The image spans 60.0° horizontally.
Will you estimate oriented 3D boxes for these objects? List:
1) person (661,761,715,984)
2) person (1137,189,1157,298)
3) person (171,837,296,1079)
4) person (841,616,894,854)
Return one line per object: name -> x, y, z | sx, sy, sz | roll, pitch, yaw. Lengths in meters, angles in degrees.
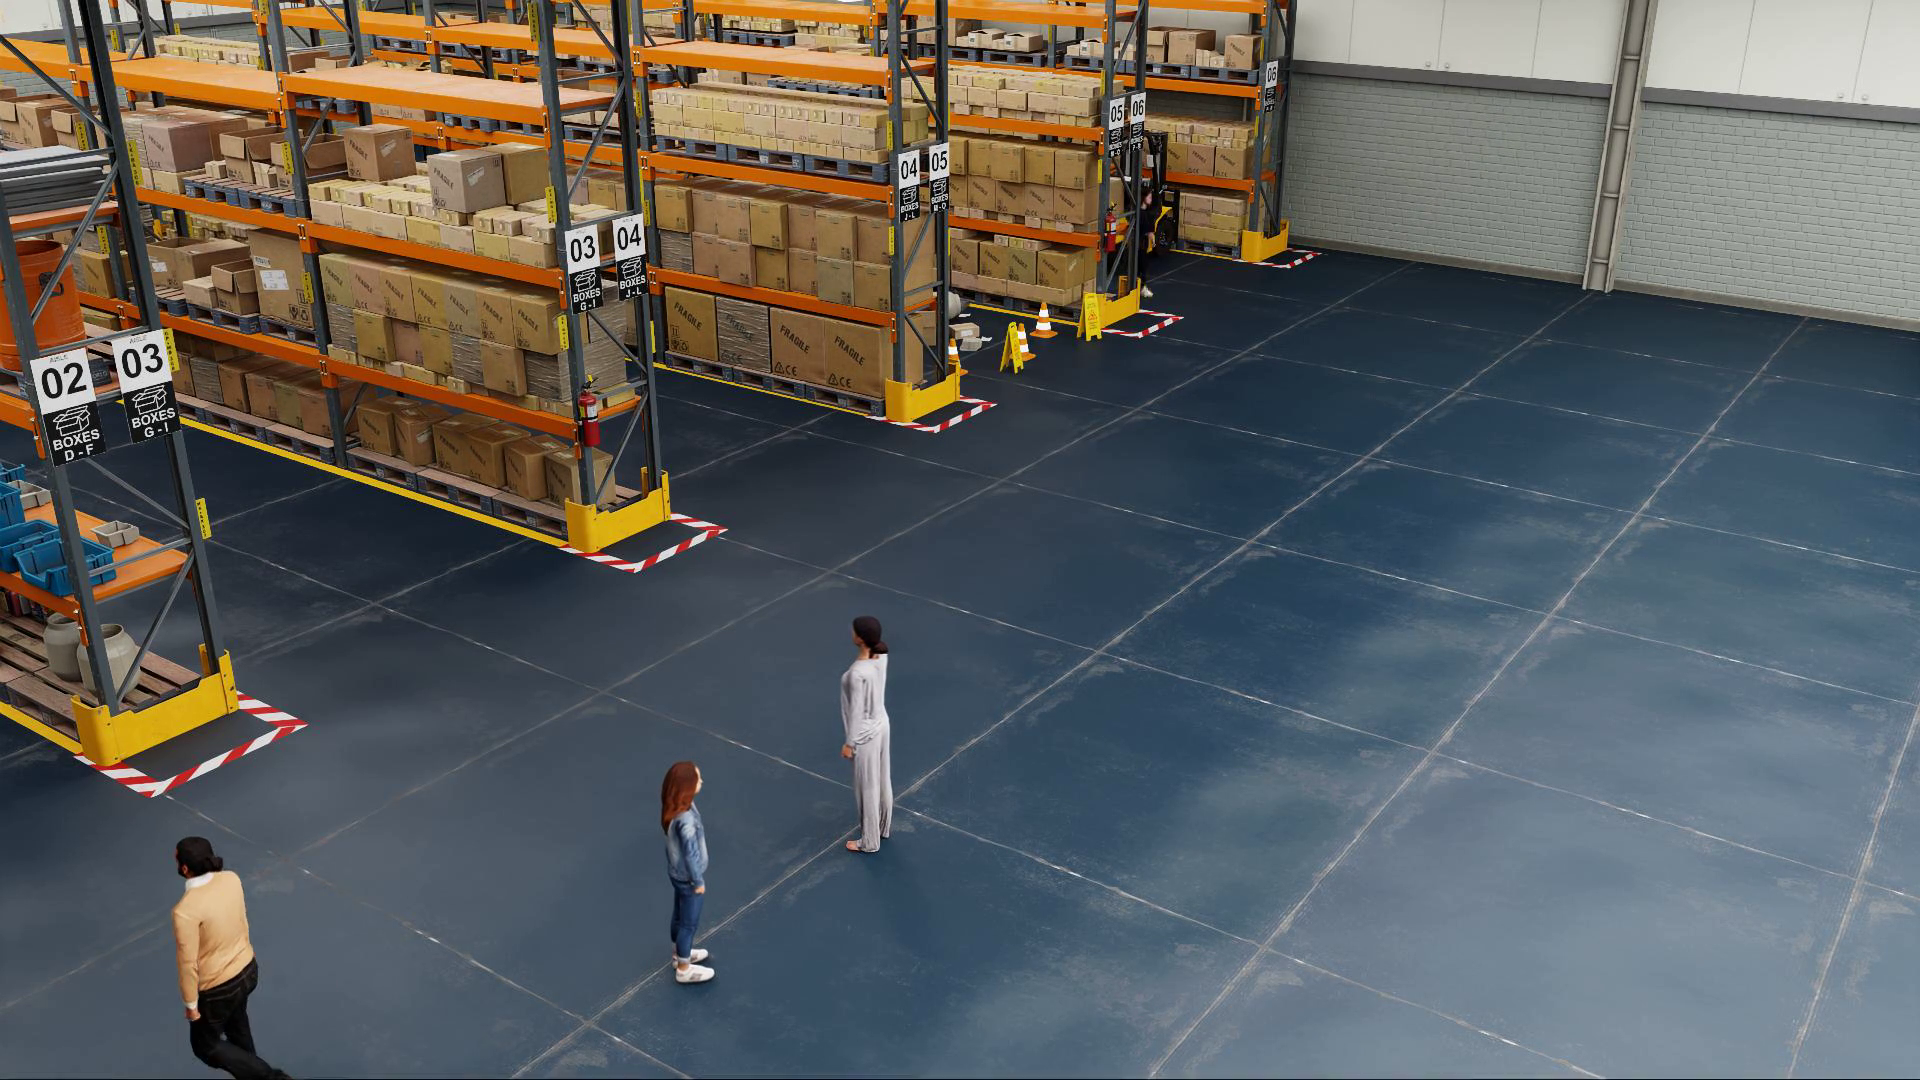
person -> -1.682, 2.020, 10.145 | 0.680, 1.472, 0.588 | -8, 24, -18
person -> 2.703, -4.561, 25.423 | 0.701, 1.627, 0.628 | 18, 29, 36
person -> -3.914, 2.385, 8.945 | 0.990, 1.739, 0.860 | 5, 23, 10
person -> -0.622, 1.319, 11.407 | 0.592, 1.774, 0.622 | 10, 25, 23
